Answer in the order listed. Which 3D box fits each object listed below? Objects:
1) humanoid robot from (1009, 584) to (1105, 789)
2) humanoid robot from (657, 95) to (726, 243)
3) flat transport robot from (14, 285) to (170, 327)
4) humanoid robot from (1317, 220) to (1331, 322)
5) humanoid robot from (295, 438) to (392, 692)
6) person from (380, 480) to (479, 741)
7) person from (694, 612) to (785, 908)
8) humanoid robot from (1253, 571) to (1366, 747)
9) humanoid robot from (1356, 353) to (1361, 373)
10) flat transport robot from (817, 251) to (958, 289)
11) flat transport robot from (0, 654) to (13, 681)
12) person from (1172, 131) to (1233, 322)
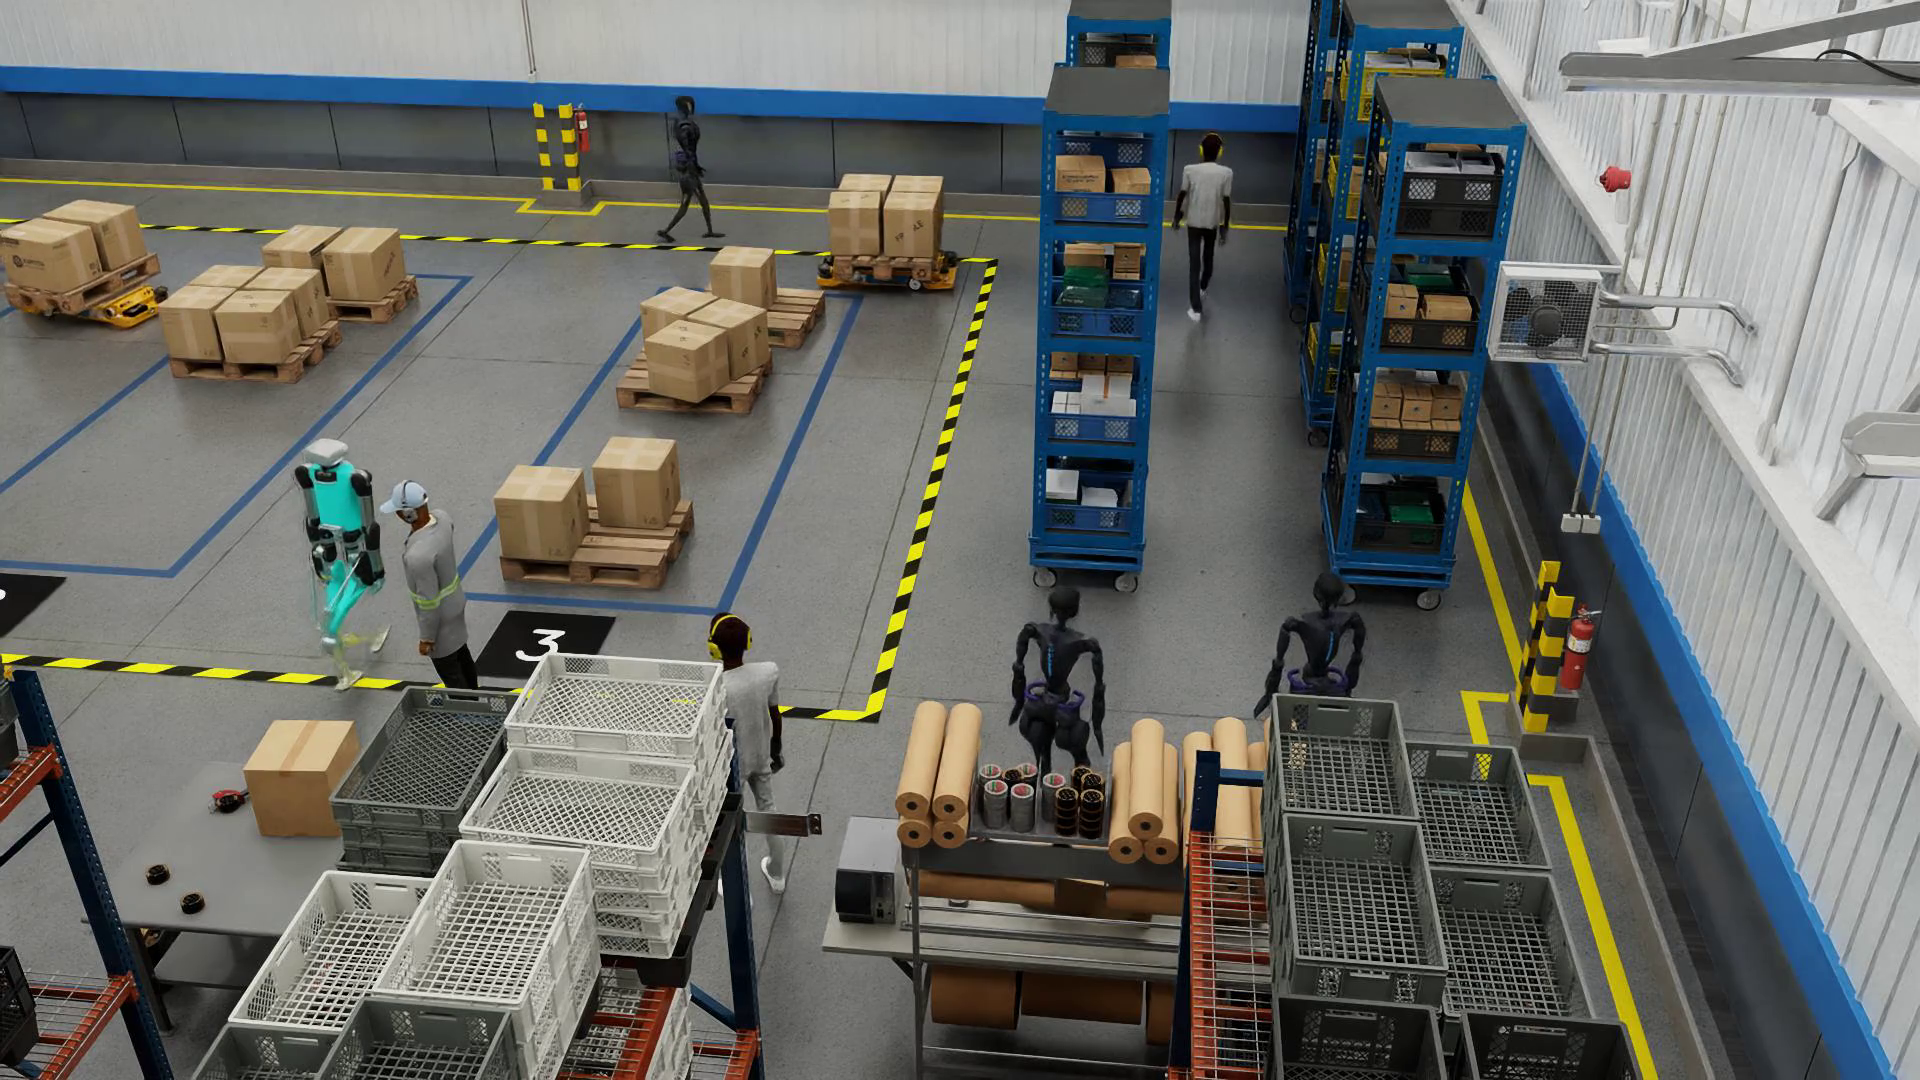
[{"bbox_3d":[0.574,0.994,9.587,0.612,1.638,0.573,13,33,22],"label":"humanoid robot"},{"bbox_3d":[-3.029,-4.093,18.343,0.739,1.641,0.601,-3,30,-5],"label":"humanoid robot"},{"bbox_3d":[-8.777,-2.446,16.848,1.431,0.197,0.652,9,31,15],"label":"flat transport robot"},{"bbox_3d":[3.474,-2.508,15.575,0.374,1.638,0.609,18,34,27],"label":"humanoid robot"},{"bbox_3d":[-4.059,0.225,10.808,0.546,1.731,0.965,9,31,15],"label":"humanoid robot"},{"bbox_3d":[-3.273,0.448,10.336,0.396,1.848,0.587,-1,30,-2],"label":"person"},{"bbox_3d":[-1.185,1.199,9.030,0.505,1.864,0.329,-20,36,-30],"label":"person"},{"bbox_3d":[2.049,0.946,9.660,0.601,1.645,0.520,-5,31,-9],"label":"humanoid robot"},{"bbox_3d":[3.526,-1.130,13.215,1.037,1.781,0.534,-17,34,-26],"label":"humanoid robot"},{"bbox_3d":[-0.759,-2.880,17.592,1.431,0.197,0.652,2,30,4],"label":"flat transport robot"},{"bbox_3d":[-7.142,0.969,11.010,1.431,0.231,0.659,3,30,6],"label":"flat transport robot"},{"bbox_3d":[2.401,-3.156,16.558,0.532,1.813,0.991,0,30,-1],"label":"person"}]
